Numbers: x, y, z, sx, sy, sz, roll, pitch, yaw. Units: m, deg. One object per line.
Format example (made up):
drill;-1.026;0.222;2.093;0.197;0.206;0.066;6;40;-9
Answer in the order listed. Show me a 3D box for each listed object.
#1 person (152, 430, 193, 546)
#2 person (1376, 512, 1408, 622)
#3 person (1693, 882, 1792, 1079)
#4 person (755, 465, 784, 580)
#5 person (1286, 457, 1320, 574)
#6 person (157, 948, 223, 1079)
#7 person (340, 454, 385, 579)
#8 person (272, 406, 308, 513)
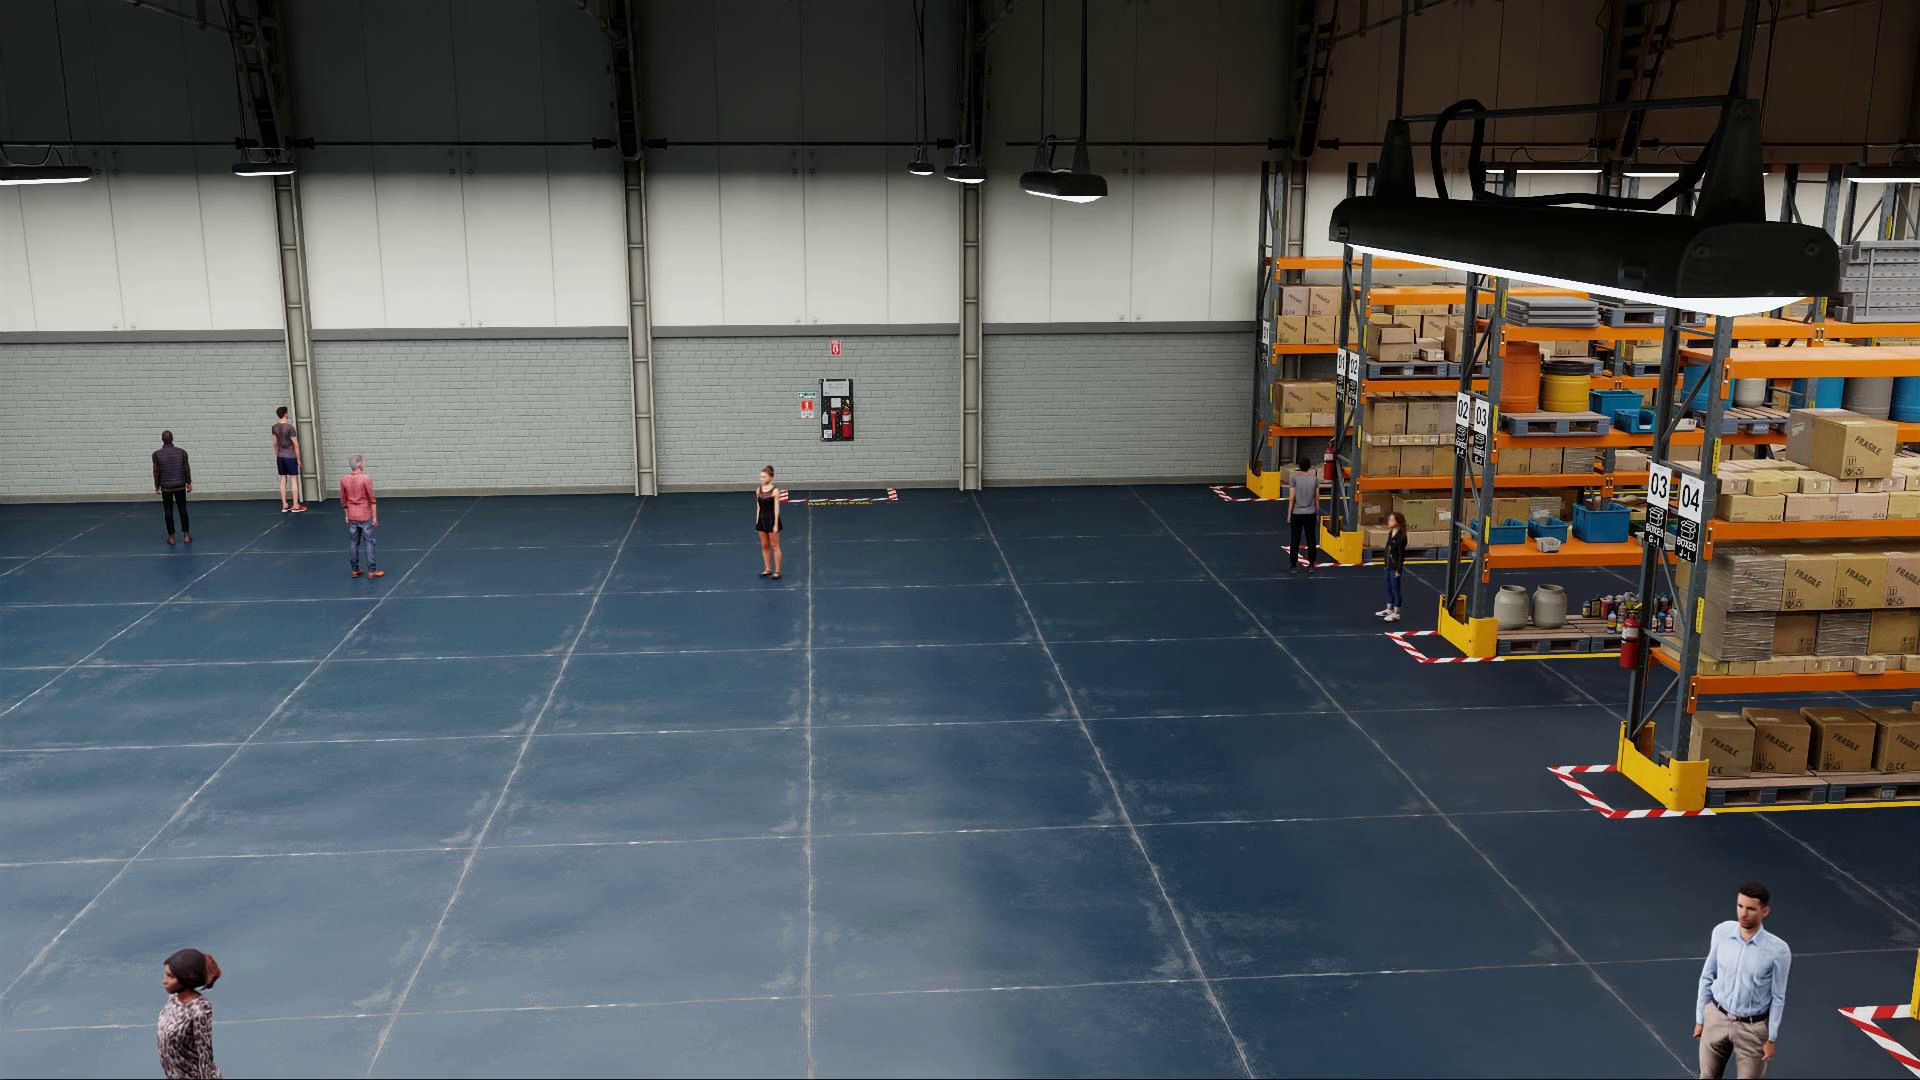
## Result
person;-12.633;-0.857;26.689;0.672;1.836;0.838;-7;15;-28
person;5.825;0.342;22.289;0.536;1.484;0.589;-3;13;-12
person;4.761;2.961;10.180;0.753;1.846;0.810;11;17;40
person;-2.804;-0.269;24.493;0.675;1.680;0.745;9;16;34
person;5.129;-0.386;24.836;0.487;1.754;0.682;0;13;-2
person;-4.415;3.162;9.603;0.683;1.714;0.742;11;17;39
person;-8.849;-0.357;24.539;0.604;1.831;0.805;3;13;12
person;-11.760;-1.415;29.058;0.609;1.853;0.770;3;13;15
